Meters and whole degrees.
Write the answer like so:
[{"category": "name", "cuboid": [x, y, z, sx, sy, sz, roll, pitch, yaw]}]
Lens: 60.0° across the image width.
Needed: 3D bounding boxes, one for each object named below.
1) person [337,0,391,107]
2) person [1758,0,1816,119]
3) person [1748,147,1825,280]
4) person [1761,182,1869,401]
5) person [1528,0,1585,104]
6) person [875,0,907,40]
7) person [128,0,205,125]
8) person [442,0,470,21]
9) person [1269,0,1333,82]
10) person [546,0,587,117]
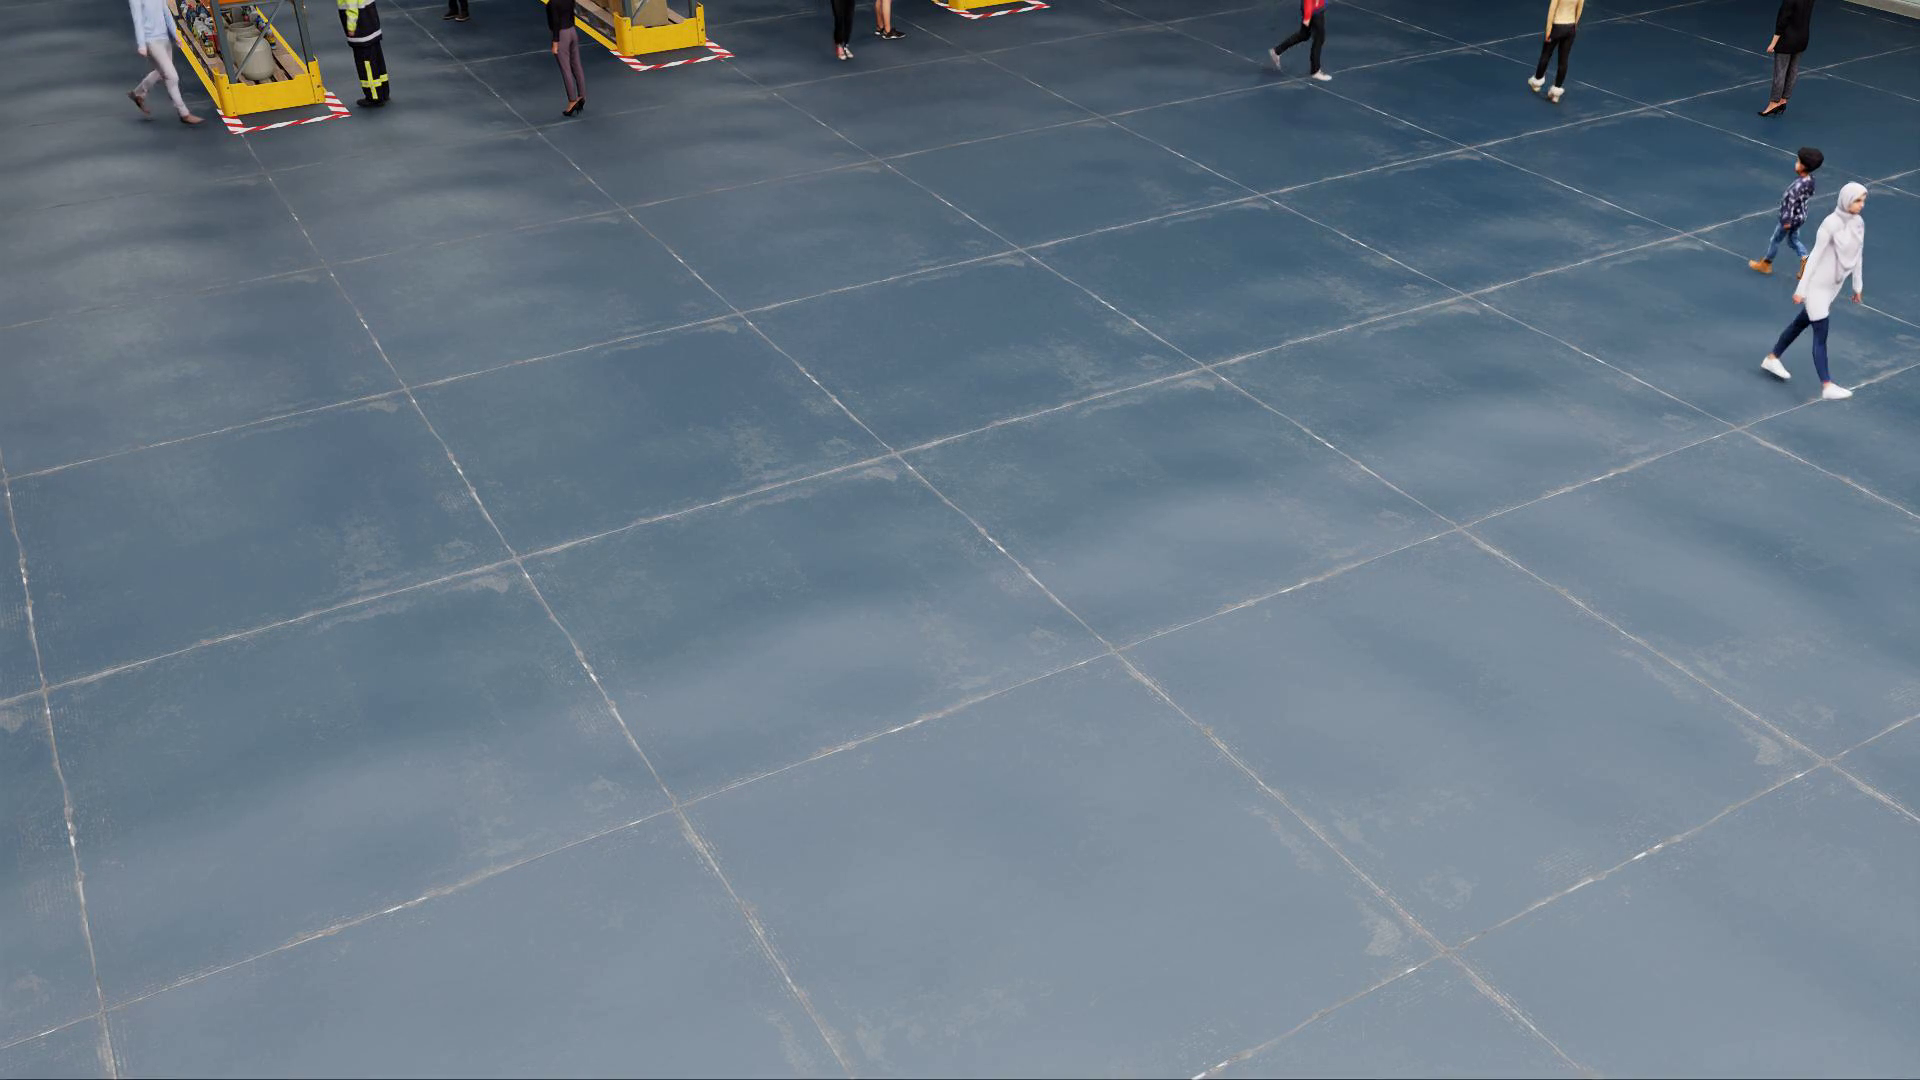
[{"category": "person", "cuboid": [-7.124, -6.182, 19.758, 0.931, 1.983, 0.805, 1, 32, 2]}, {"category": "person", "cuboid": [9.707, -5.814, 19.422, 0.633, 1.717, 0.556, -16, 36, -24]}, {"category": "person", "cuboid": [7.783, -3.008, 15.427, 0.625, 1.234, 0.870, -26, 41, -35]}, {"category": "person", "cuboid": [6.901, -2.047, 13.437, 0.674, 1.733, 1.110, -15, 35, -22]}, {"category": "person", "cuboid": [7.235, -6.073, 19.906, 0.871, 1.640, 1.006, 1, 32, 1]}, {"category": "person", "cuboid": [-1.007, -7.700, 22.292, 0.746, 1.846, 0.542, -13, 34, -19]}, {"category": "person", "cuboid": [-9.317, -5.697, 19.109, 1.188, 1.855, 1.192, 5, 33, 7]}, {"category": "person", "cuboid": [-7.093, -8.126, 23.043, 0.777, 1.766, 0.651, -9, 33, -14]}, {"category": "person", "cuboid": [4.296, -6.621, 20.686, 1.150, 1.734, 1.063, 10, 34, 15]}, {"category": "person", "cuboid": [-4.615, -5.837, 19.502, 0.714, 1.672, 0.679, 12, 34, 19]}]
